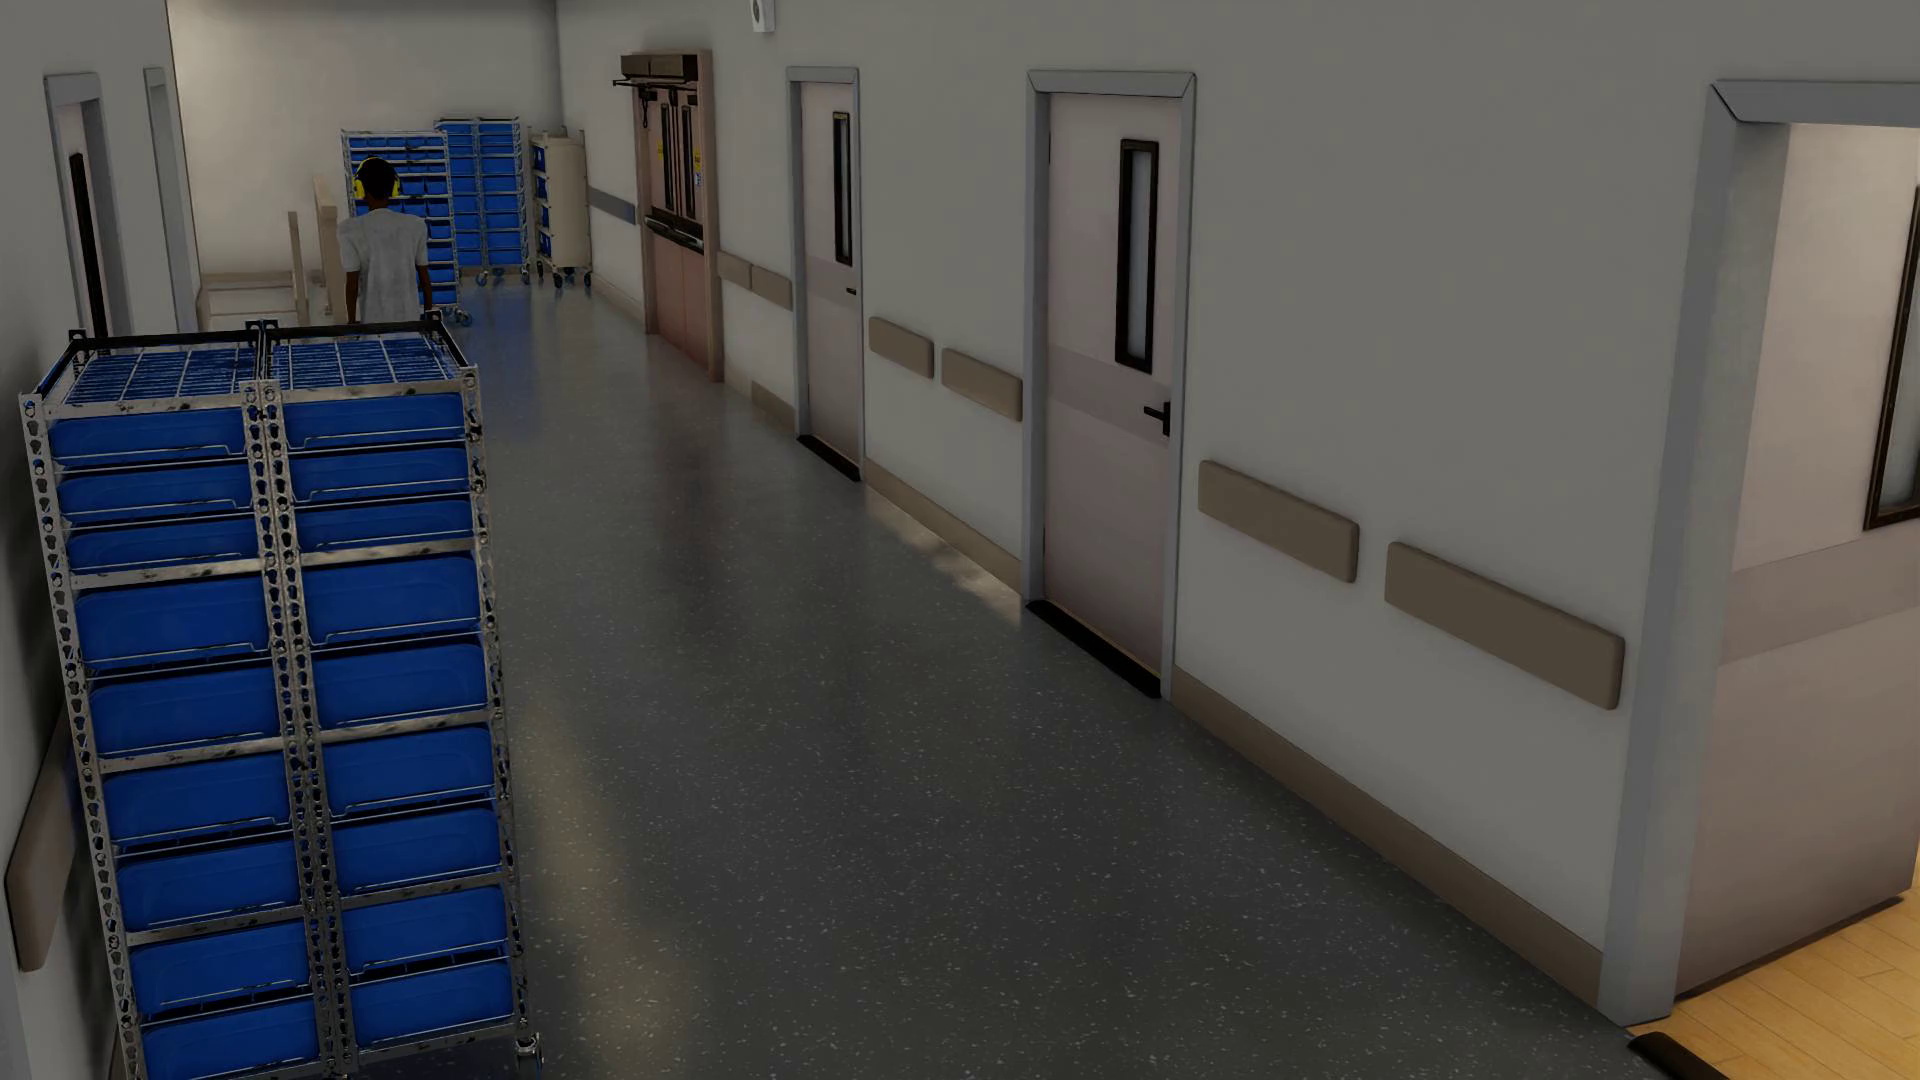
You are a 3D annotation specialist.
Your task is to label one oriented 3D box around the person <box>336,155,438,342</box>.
[{"bbox_3d":[-3.170,-1.180,9.246,0.513,1.872,0.328,-13,20,-38],"label":"person"}]
